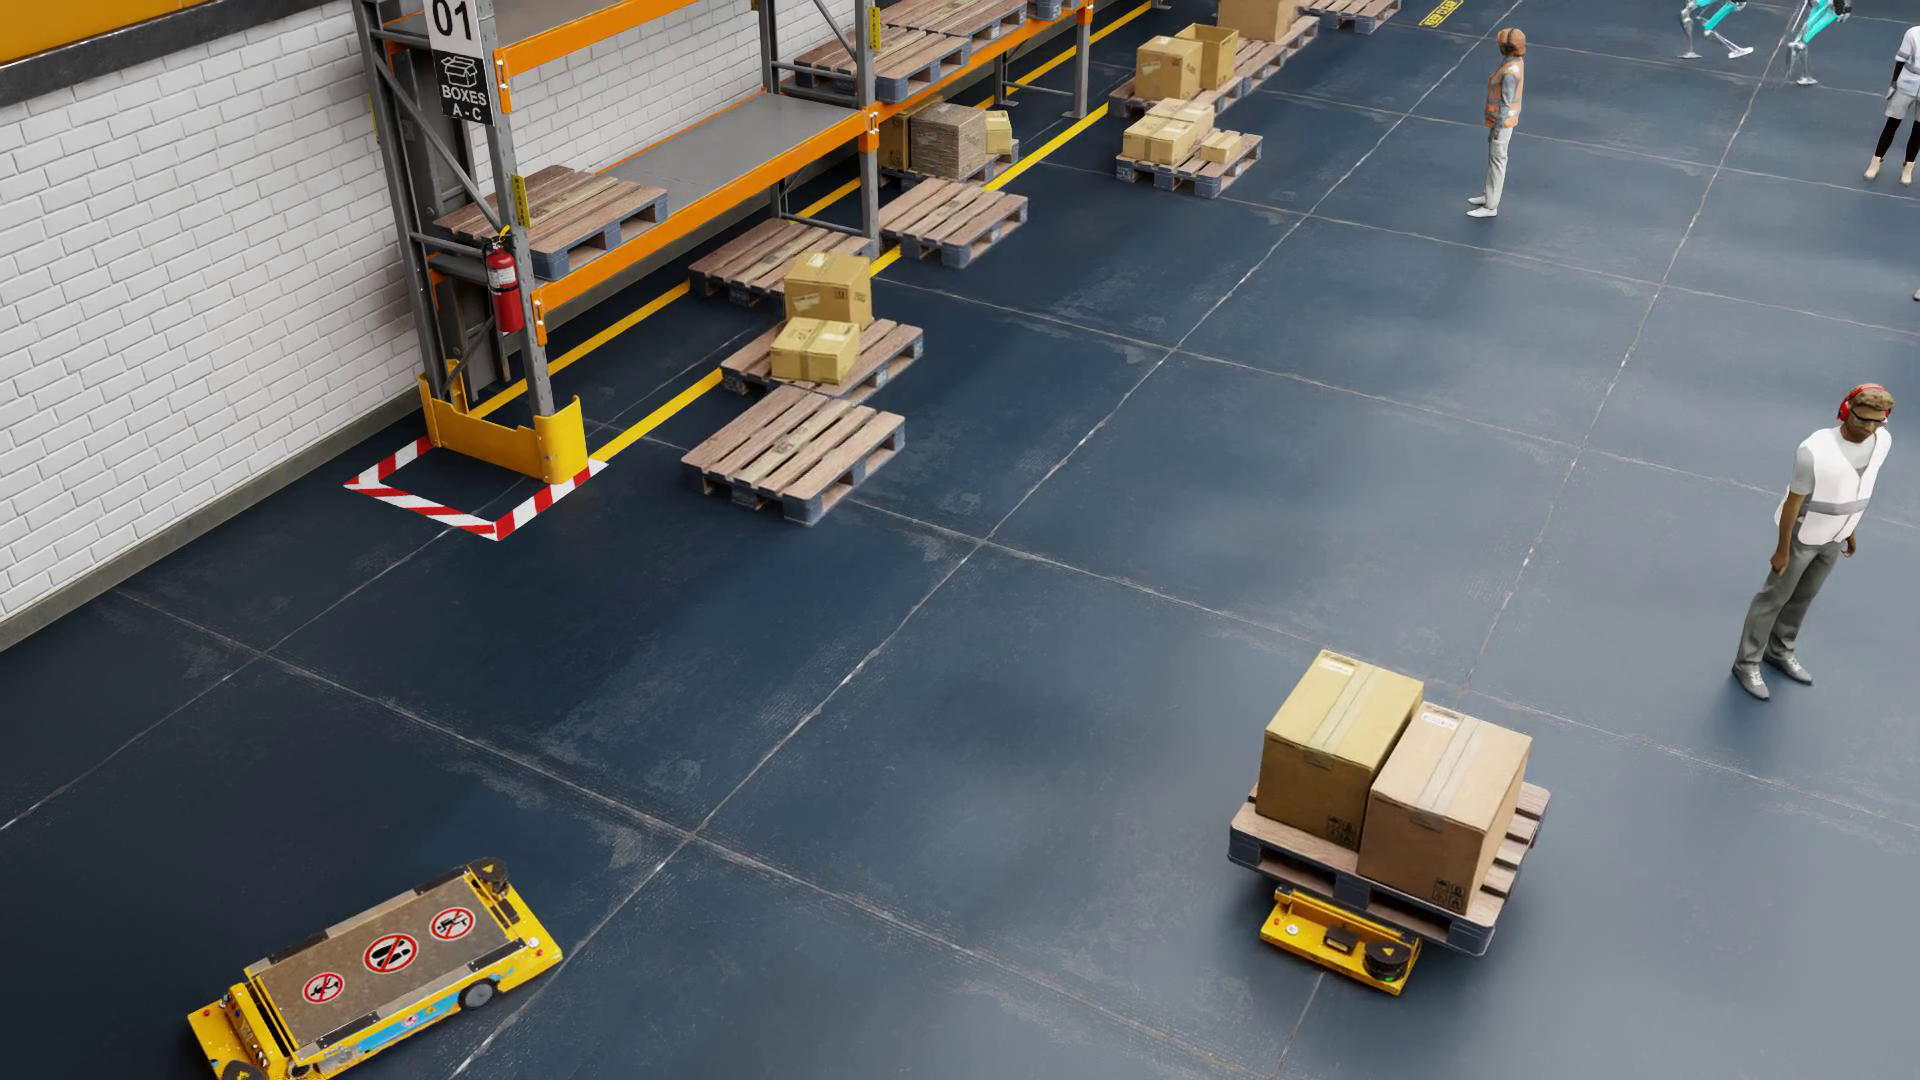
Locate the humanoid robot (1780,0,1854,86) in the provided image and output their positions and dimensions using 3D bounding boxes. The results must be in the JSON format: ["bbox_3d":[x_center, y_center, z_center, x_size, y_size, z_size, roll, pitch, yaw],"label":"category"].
[{"bbox_3d":[8.856,-5.488,17.206,0.687,1.893,0.551,-12,35,-17],"label":"humanoid robot"}]

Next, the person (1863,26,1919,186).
[{"bbox_3d":[8.635,-4.045,14.970,0.535,1.696,0.322,18,38,25],"label":"person"}]

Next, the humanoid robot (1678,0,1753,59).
[{"bbox_3d":[8.122,-5.864,17.681,1.031,1.725,0.577,-3,34,-5],"label":"humanoid robot"}]

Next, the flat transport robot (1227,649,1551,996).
[{"bbox_3d":[2.004,1.508,7.867,0.659,0.231,1.431,19,38,26],"label":"flat transport robot"}]

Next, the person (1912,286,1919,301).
[{"bbox_3d":[7.882,-2.684,12.783,0.562,1.840,0.393,18,38,25],"label":"person"}]

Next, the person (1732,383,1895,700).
[{"bbox_3d":[4.493,-0.019,8.751,0.563,1.841,0.396,-13,36,-19],"label":"person"}]

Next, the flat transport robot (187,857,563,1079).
[{"bbox_3d":[-2.535,1.921,7.242,1.431,0.231,0.659,-23,40,-31],"label":"flat transport robot"}]

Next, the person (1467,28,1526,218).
[{"bbox_3d":[4.654,-3.595,14.343,0.309,1.639,0.513,11,35,16],"label":"person"}]
